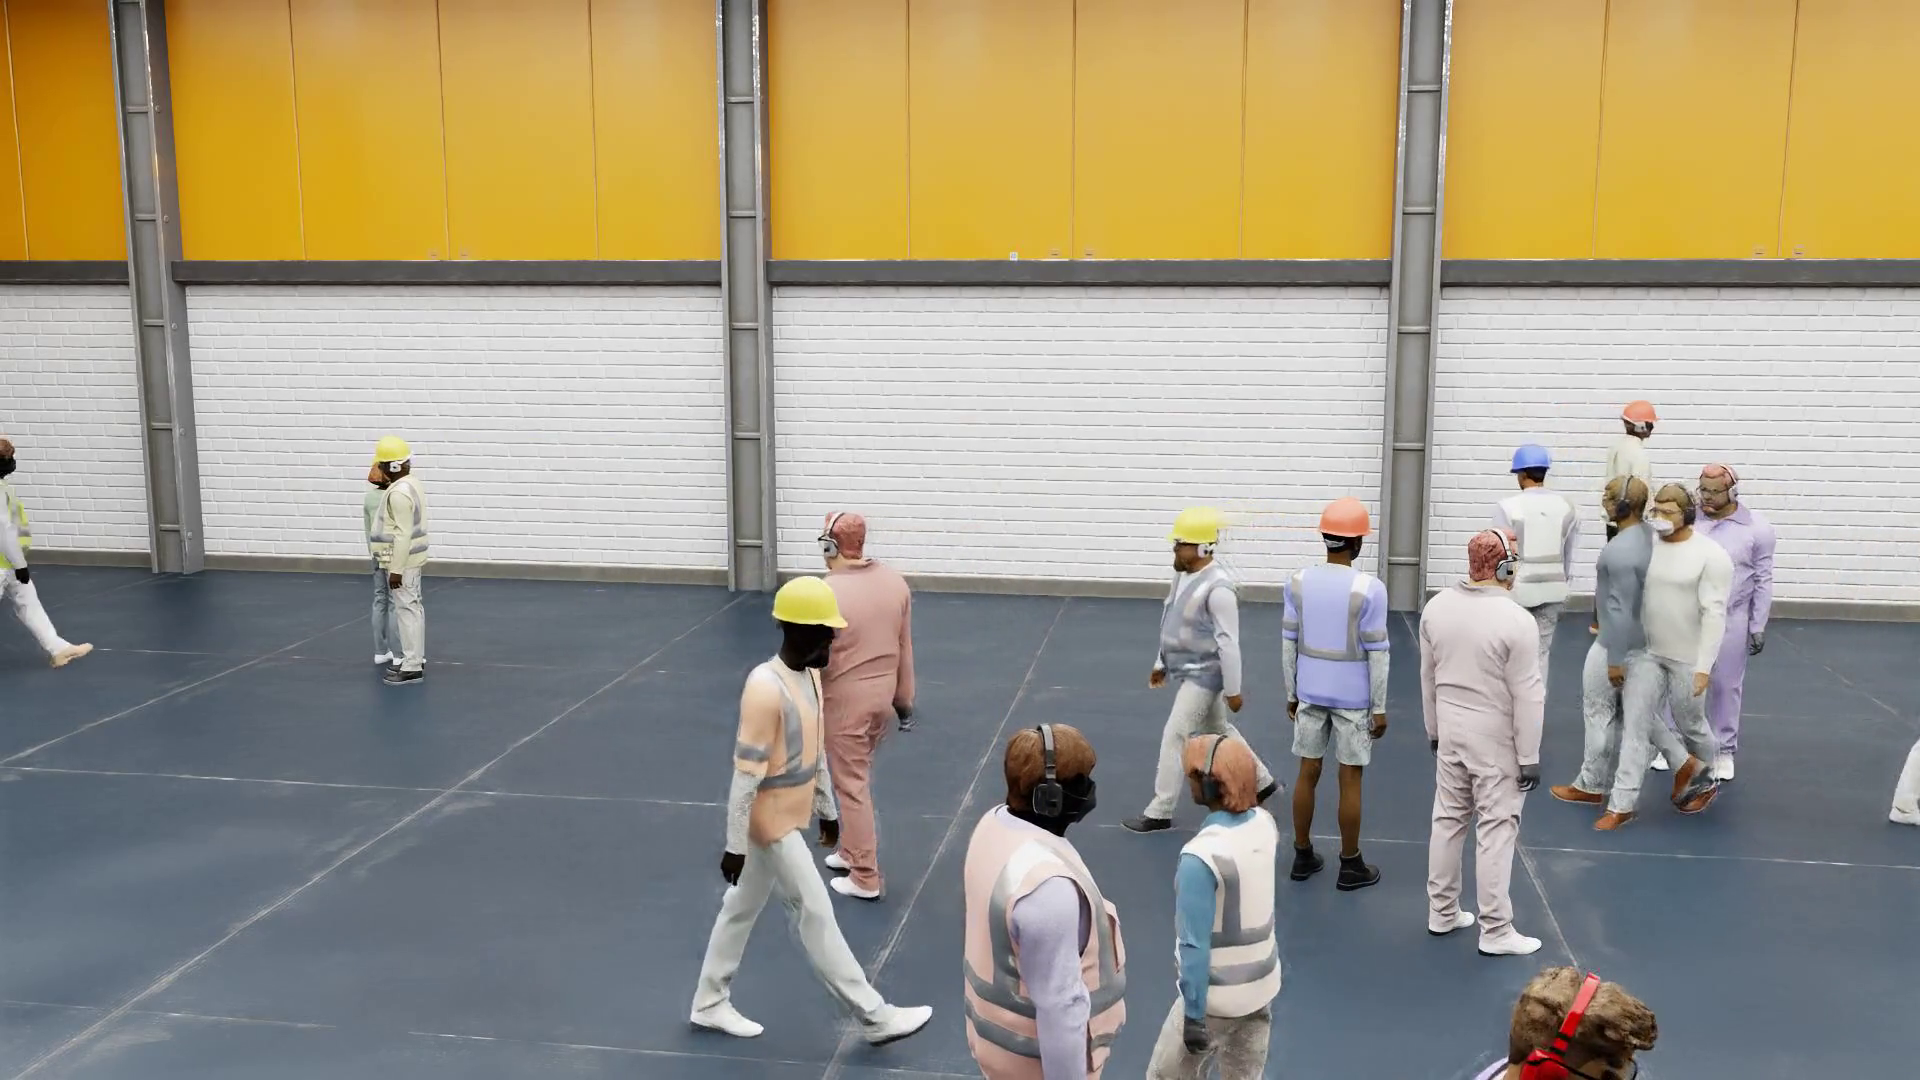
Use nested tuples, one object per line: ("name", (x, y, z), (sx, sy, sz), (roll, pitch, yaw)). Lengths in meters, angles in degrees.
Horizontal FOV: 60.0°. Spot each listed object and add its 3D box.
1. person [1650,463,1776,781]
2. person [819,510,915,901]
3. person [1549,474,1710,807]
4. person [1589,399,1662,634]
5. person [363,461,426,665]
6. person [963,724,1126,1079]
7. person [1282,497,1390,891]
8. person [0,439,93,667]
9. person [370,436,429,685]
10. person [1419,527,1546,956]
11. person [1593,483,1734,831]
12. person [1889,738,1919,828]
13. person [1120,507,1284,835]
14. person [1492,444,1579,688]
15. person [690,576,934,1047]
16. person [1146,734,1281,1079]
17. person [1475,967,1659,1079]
("person", (4.476, 0.484, 9.943), (0.646, 1.900, 0.401), (7, 11, 35))
("person", (-0.603, 0.788, 8.097), (0.689, 1.883, 0.680), (8, 12, 41))
("person", (3.744, 0.587, 9.248), (0.743, 1.924, 0.639), (7, 12, 38))
("person", (5.512, -0.168, 13.684), (0.398, 1.995, 0.621), (0, 9, -3))
("person", (-4.363, 0.160, 12.764), (0.505, 1.633, 0.279), (7, 12, 37))
("person", (0.231, 1.394, 4.515), (0.429, 1.844, 0.625), (-2, 9, -14))
("person", (1.854, 0.751, 8.180), (0.550, 1.937, 0.357), (7, 12, 37))
("person", (-7.116, 0.134, 12.443), (0.972, 1.787, 0.653), (-5, 11, -30))
("person", (-4.121, 0.144, 12.252), (0.404, 1.831, 0.588), (-2, 9, -12))
("person", (2.350, 0.889, 7.428), (0.408, 1.909, 0.638), (-5, 11, -30))
("person", (3.912, 0.638, 9.107), (0.938, 1.919, 0.640), (-7, 11, -36))
("person", (5.454, 0.812, 8.862), (0.839, 1.590, 0.509), (3, 10, 19))
("person", (1.361, 0.693, 9.012), (0.935, 1.791, 0.580), (-1, 9, -8))
("person", (3.685, 0.336, 10.822), (0.612, 1.918, 0.515), (-1, 9, -5))
("person", (-0.610, 1.065, 6.448), (1.032, 1.863, 0.602), (1, 9, 8))
("person", (0.806, 1.397, 5.163), (0.366, 1.629, 0.532), (8, 12, 40))
("person", (1.010, 1.629, 3.133), (0.506, 1.812, 0.622), (7, 12, 37))
